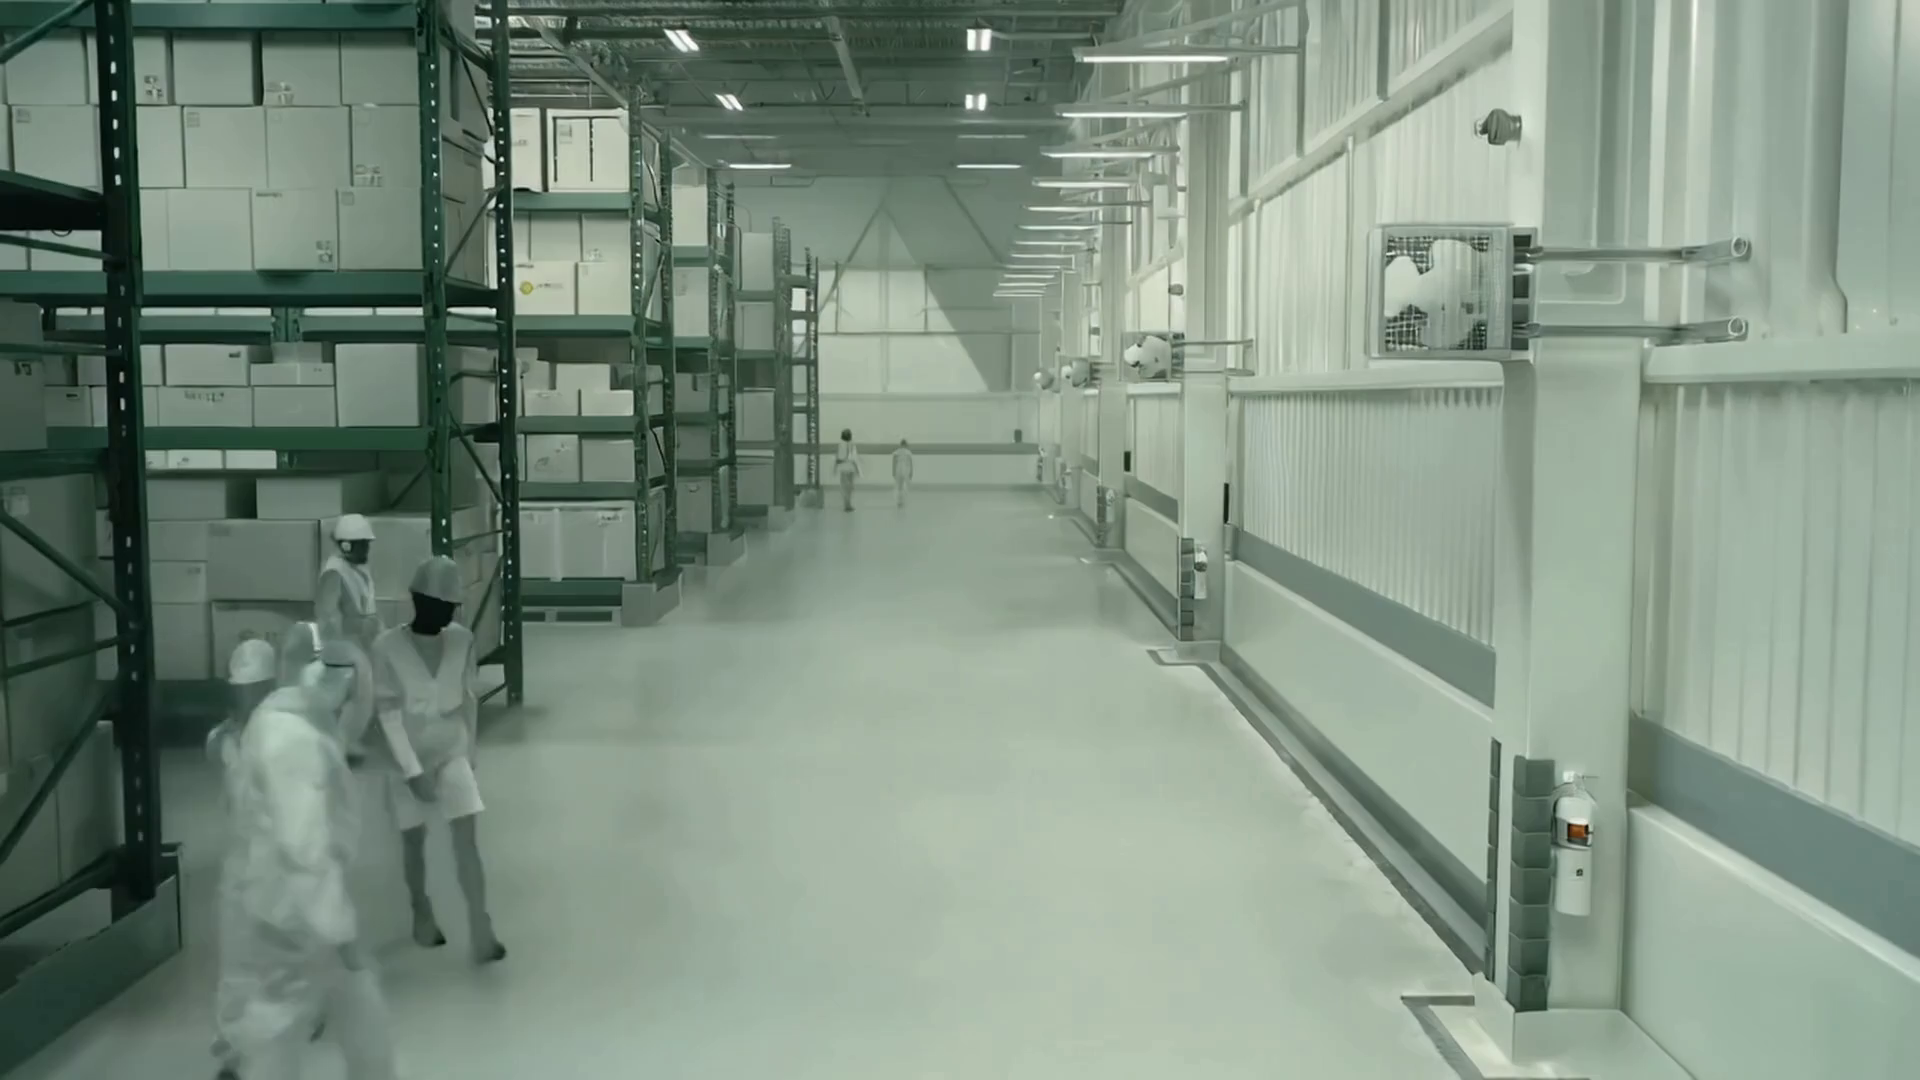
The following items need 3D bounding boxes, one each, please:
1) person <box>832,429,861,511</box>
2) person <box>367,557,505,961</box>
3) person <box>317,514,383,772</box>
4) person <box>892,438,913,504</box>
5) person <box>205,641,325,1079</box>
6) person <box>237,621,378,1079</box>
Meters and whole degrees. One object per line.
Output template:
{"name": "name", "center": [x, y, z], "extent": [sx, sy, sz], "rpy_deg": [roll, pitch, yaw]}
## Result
{"name": "person", "center": [-2.633, -1.611, 38.352], "extent": [0.685, 1.892, 0.549], "rpy_deg": [2, 5, 20]}
{"name": "person", "center": [-2.424, 1.023, 7.705], "extent": [0.542, 1.879, 0.921], "rpy_deg": [-4, 6, -38]}
{"name": "person", "center": [-4.226, 0.723, 11.613], "extent": [0.443, 1.809, 0.593], "rpy_deg": [0, 5, -4]}
{"name": "person", "center": [-1.414, -1.662, 40.470], "extent": [0.538, 1.621, 0.549], "rpy_deg": [1, 5, 14]}
{"name": "person", "center": [-2.674, 1.227, 6.447], "extent": [0.495, 1.696, 0.914], "rpy_deg": [0, 5, -2]}
{"name": "person", "center": [-2.092, 1.206, 5.602], "extent": [0.772, 1.880, 0.670], "rpy_deg": [-2, 6, -27]}
